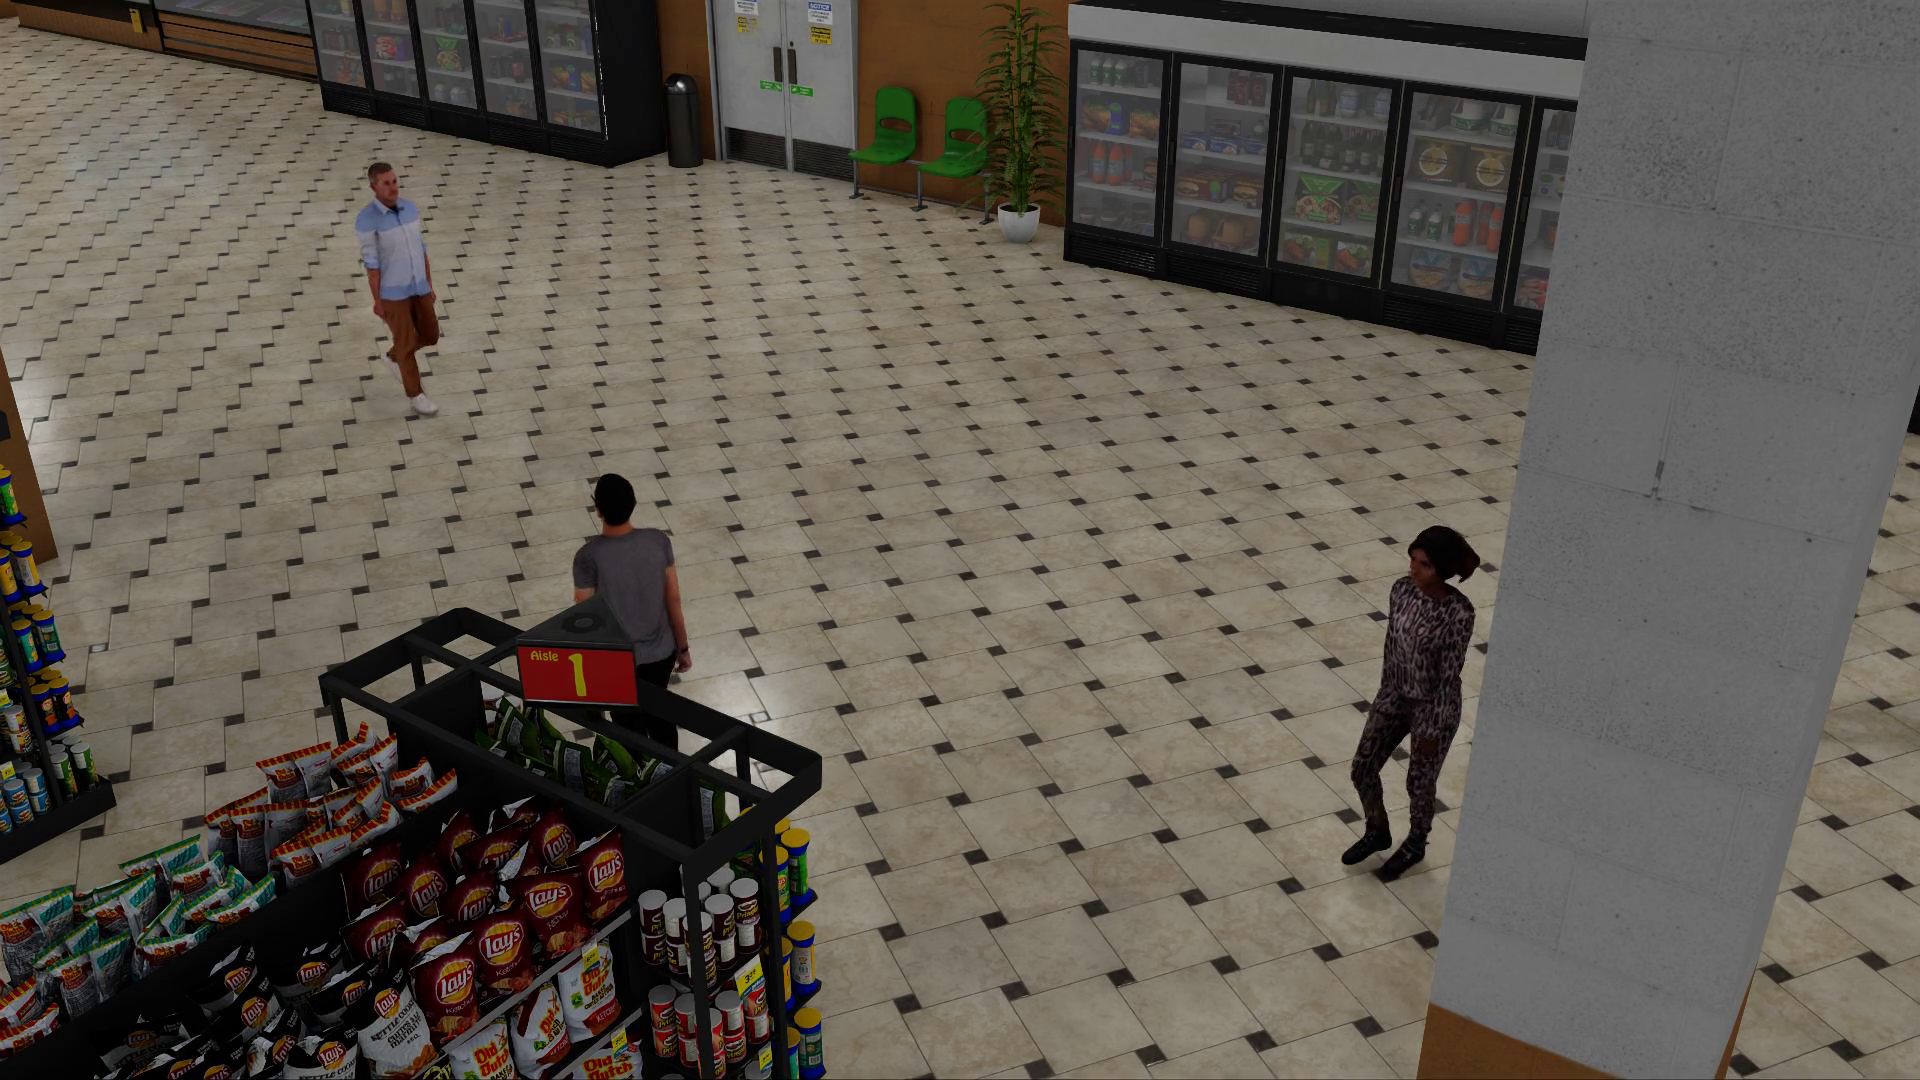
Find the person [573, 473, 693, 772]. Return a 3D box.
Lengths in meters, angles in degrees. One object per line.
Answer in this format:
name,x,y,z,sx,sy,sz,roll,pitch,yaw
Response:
person,-1.401,0.543,7.328,0.728,1.740,0.822,-16,31,-29

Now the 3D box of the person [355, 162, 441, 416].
person,-4.042,-1.811,11.889,0.776,1.813,0.838,16,31,28

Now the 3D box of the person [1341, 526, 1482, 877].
person,2.020,0.693,7.074,0.722,1.702,0.680,-18,32,-32
